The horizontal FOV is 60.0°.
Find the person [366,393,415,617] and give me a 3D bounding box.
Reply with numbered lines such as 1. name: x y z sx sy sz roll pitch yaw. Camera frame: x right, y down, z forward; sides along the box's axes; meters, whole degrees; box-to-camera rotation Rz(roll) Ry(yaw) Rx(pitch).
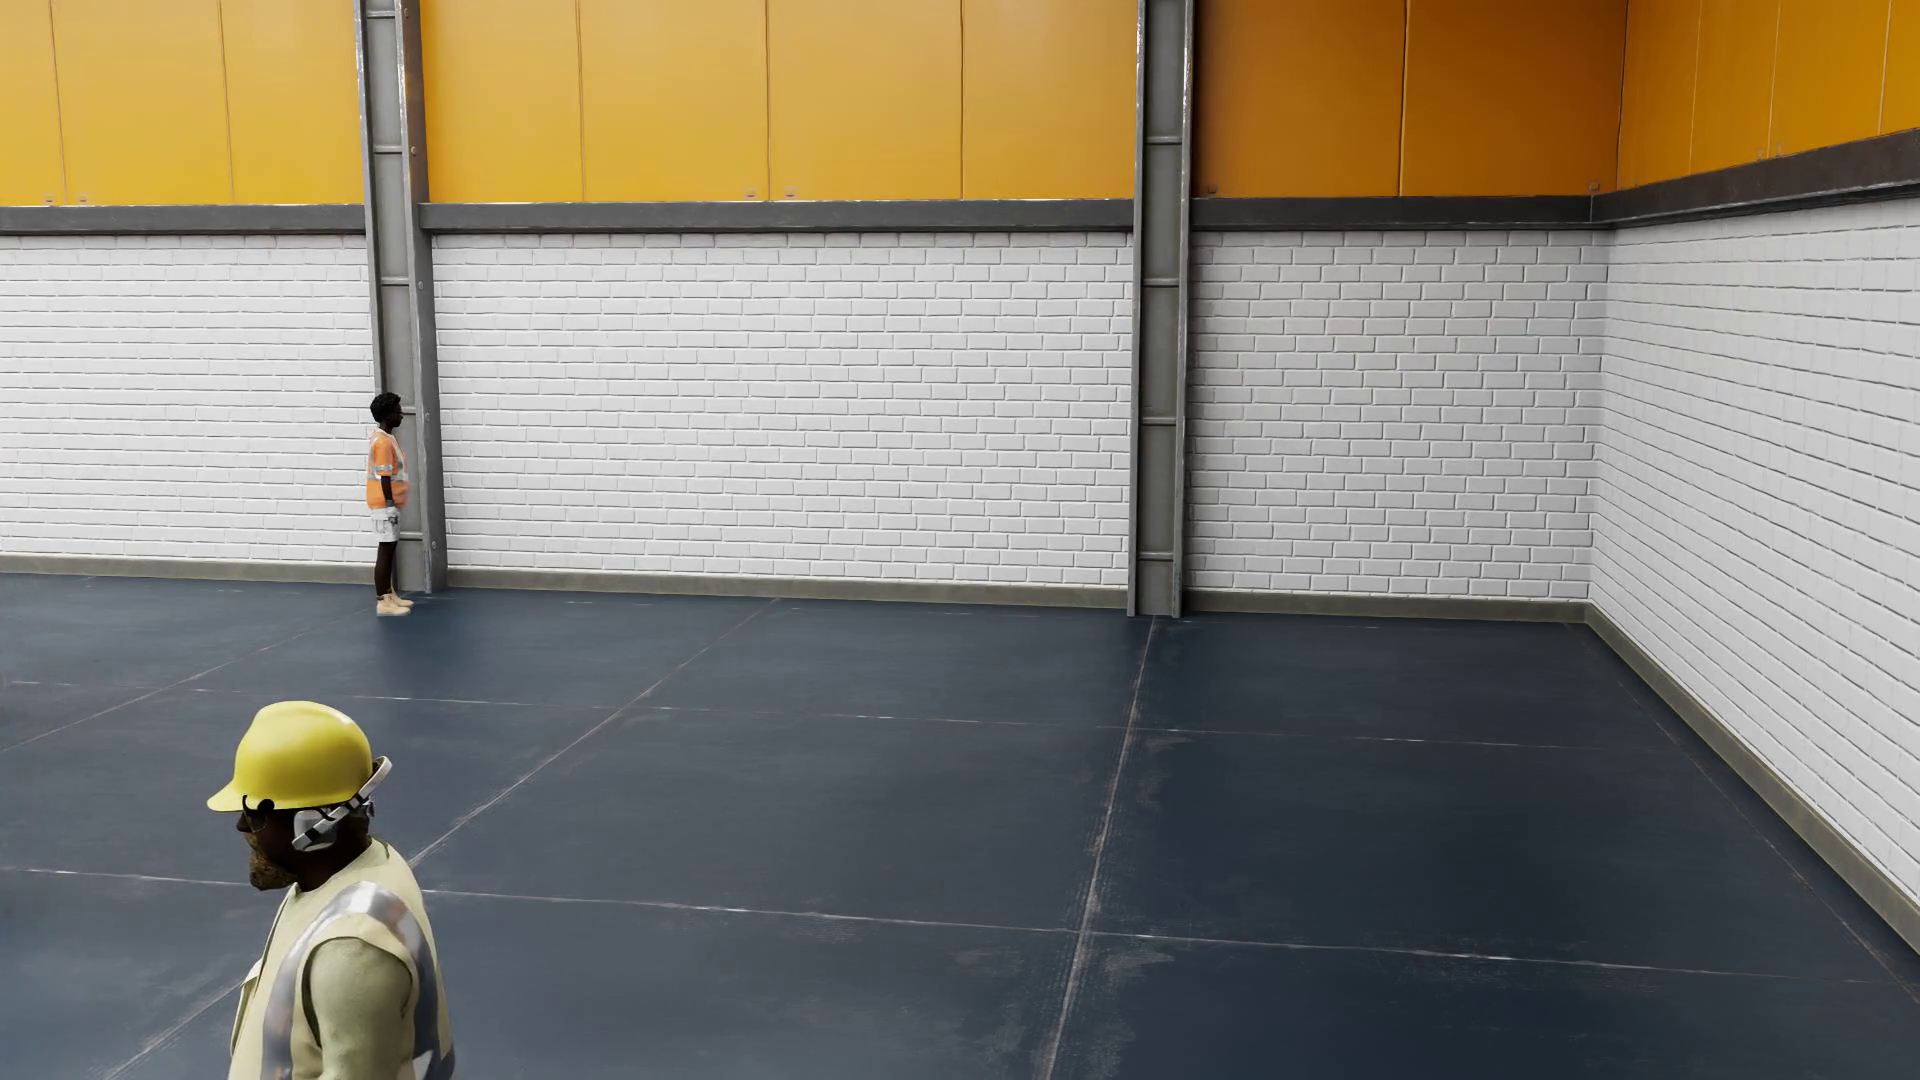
1. person: -4.329 -0.271 12.607 0.318 1.695 0.533 -2 10 -15

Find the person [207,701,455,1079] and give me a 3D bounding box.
1. person: -1.164 1.195 3.157 0.403 1.825 0.591 -4 10 -23
